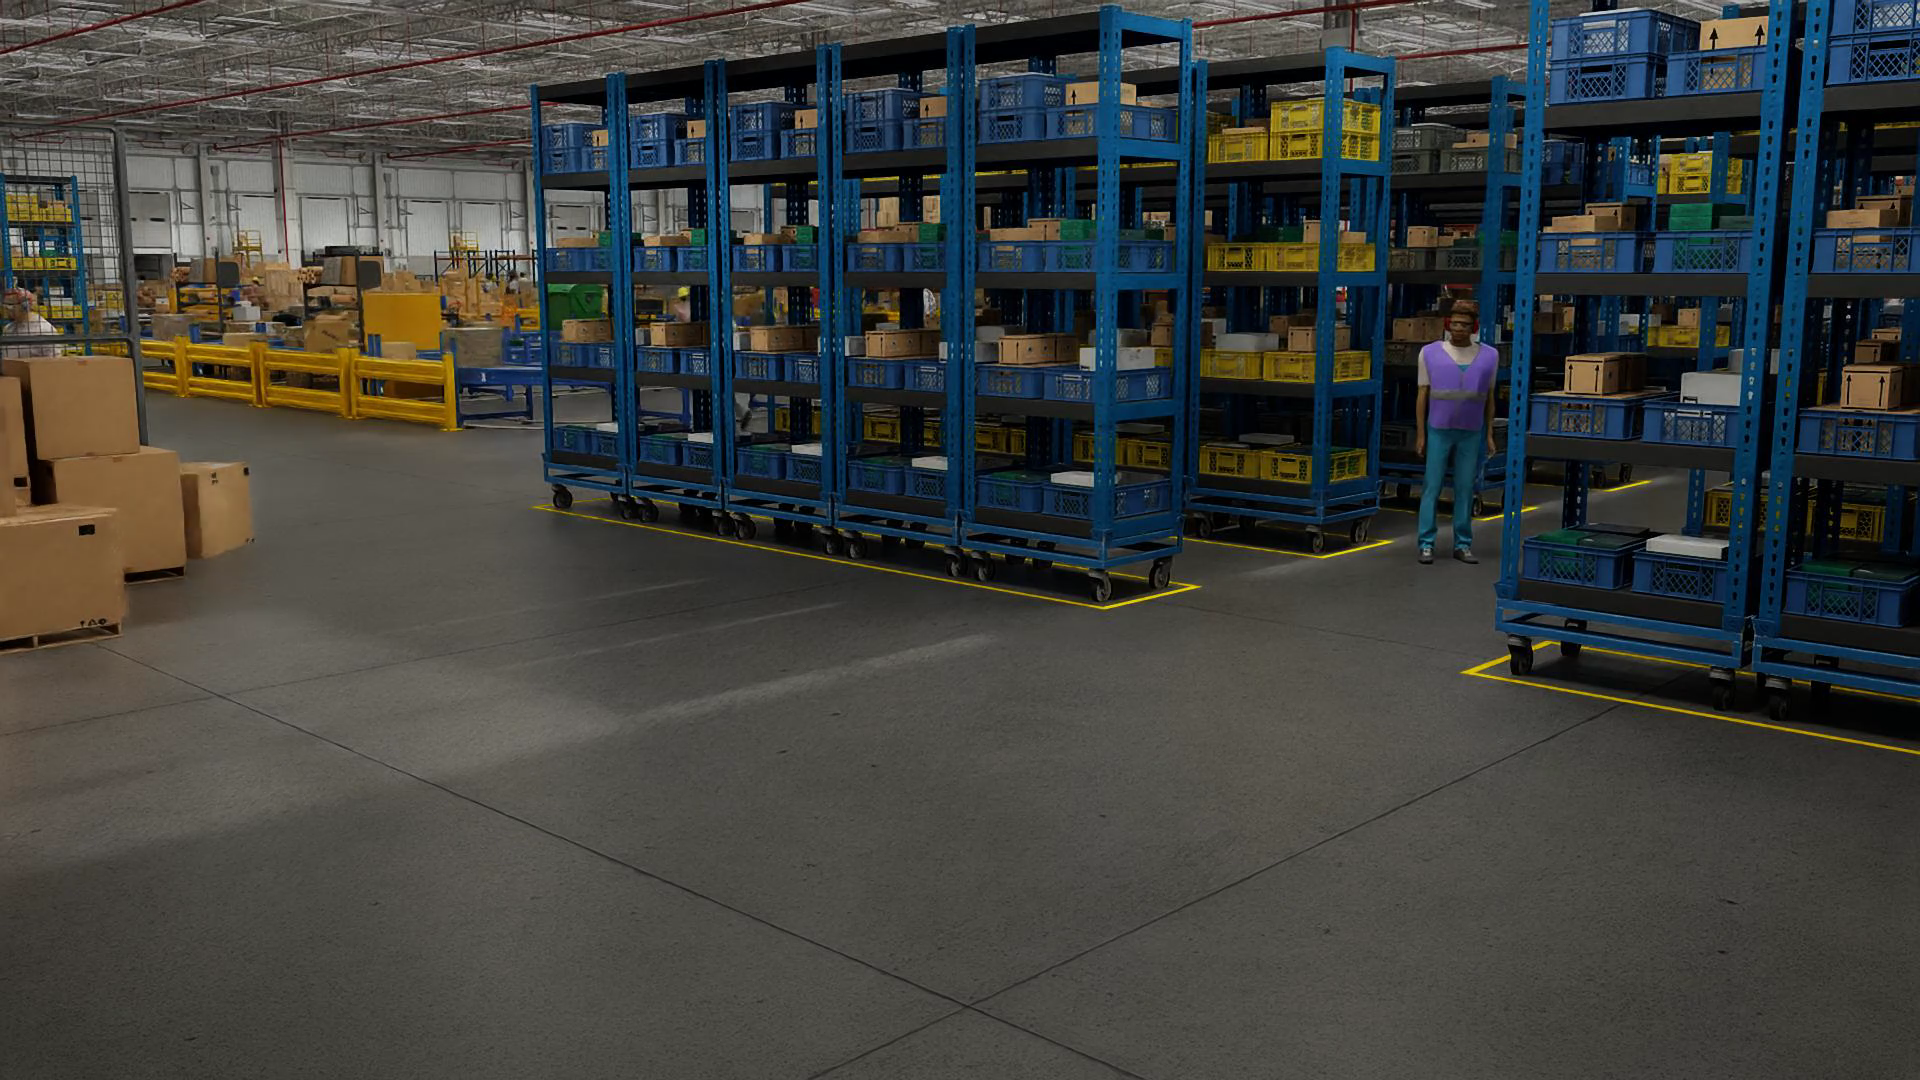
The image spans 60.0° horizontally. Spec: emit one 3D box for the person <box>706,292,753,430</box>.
[{"bbox_3d":[-2.952,-2.219,20.884,0.824,1.795,0.622,-8,12,-42],"label":"person"}]

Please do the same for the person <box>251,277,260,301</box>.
[{"bbox_3d":[-27.432,-9.365,64.809,0.524,1.755,0.367,7,12,38],"label":"person"}]

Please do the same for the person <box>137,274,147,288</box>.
[{"bbox_3d":[-37.416,-11.232,76.038,0.531,1.824,0.643,-9,13,-43],"label":"person"}]

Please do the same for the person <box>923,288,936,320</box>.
[{"bbox_3d":[-0.836,-6.113,44.618,0.404,1.837,0.590,1,9,4],"label":"person"}]

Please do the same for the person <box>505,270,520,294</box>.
[{"bbox_3d":[-16.552,-8.904,61.106,0.915,2.000,0.703,-2,9,-13],"label":"person"}]

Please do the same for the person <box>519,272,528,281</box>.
[{"bbox_3d":[-22.372,-12.809,85.448,0.710,1.916,0.632,4,10,21],"label":"person"}]

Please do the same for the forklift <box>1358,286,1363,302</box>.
[{"bbox_3d":[11.100,-7.017,46.970,1.873,2.768,1.129,9,13,43],"label":"forklift"}]

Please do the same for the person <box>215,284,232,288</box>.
[{"bbox_3d":[-26.354,-8.622,59.552,0.646,1.979,0.437,-1,9,-4],"label":"person"}]

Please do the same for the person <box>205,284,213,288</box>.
[{"bbox_3d":[-37.187,-12.202,82.379,0.533,1.698,0.318,6,11,32],"label":"person"}]

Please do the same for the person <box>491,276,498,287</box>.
[{"bbox_3d":[-21.973,-11.613,78.624,0.299,1.743,0.493,-8,12,-41],"label":"person"}]

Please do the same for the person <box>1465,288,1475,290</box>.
[{"bbox_3d":[20.473,-9.735,66.595,0.391,1.913,0.587,-8,12,-40],"label":"person"}]

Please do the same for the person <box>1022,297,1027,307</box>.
[{"bbox_3d":[1.539,-5.526,41.457,0.436,1.682,0.552,4,10,24],"label":"person"}]

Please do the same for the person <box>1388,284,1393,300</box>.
[{"bbox_3d":[12.274,-6.678,47.811,0.664,1.920,0.566,-5,10,-28],"label":"person"}]

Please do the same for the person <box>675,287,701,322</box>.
[{"bbox_3d":[-5.443,-4.227,33.387,0.535,1.723,0.826,0,9,-2],"label":"person"}]

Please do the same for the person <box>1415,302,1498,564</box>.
[{"bbox_3d":[3.481,-0.747,11.708,0.563,1.838,0.391,0,9,1],"label":"person"}]

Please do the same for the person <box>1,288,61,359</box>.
[{"bbox_3d":[-8.326,-1.295,14.869,0.648,1.904,0.401,4,10,25],"label":"person"}]

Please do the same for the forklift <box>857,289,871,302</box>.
[{"bbox_3d":[-3.720,-11.339,73.466,1.873,2.768,1.129,9,13,43],"label":"forklift"}]

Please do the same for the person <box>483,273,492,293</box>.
[{"bbox_3d":[-24.010,-12.707,84.955,0.648,1.868,0.923,3,10,18],"label":"person"}]

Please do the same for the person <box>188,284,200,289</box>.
[{"bbox_3d":[-21.656,-6.594,47.004,0.854,2.022,0.614,-2,9,-12],"label":"person"}]
